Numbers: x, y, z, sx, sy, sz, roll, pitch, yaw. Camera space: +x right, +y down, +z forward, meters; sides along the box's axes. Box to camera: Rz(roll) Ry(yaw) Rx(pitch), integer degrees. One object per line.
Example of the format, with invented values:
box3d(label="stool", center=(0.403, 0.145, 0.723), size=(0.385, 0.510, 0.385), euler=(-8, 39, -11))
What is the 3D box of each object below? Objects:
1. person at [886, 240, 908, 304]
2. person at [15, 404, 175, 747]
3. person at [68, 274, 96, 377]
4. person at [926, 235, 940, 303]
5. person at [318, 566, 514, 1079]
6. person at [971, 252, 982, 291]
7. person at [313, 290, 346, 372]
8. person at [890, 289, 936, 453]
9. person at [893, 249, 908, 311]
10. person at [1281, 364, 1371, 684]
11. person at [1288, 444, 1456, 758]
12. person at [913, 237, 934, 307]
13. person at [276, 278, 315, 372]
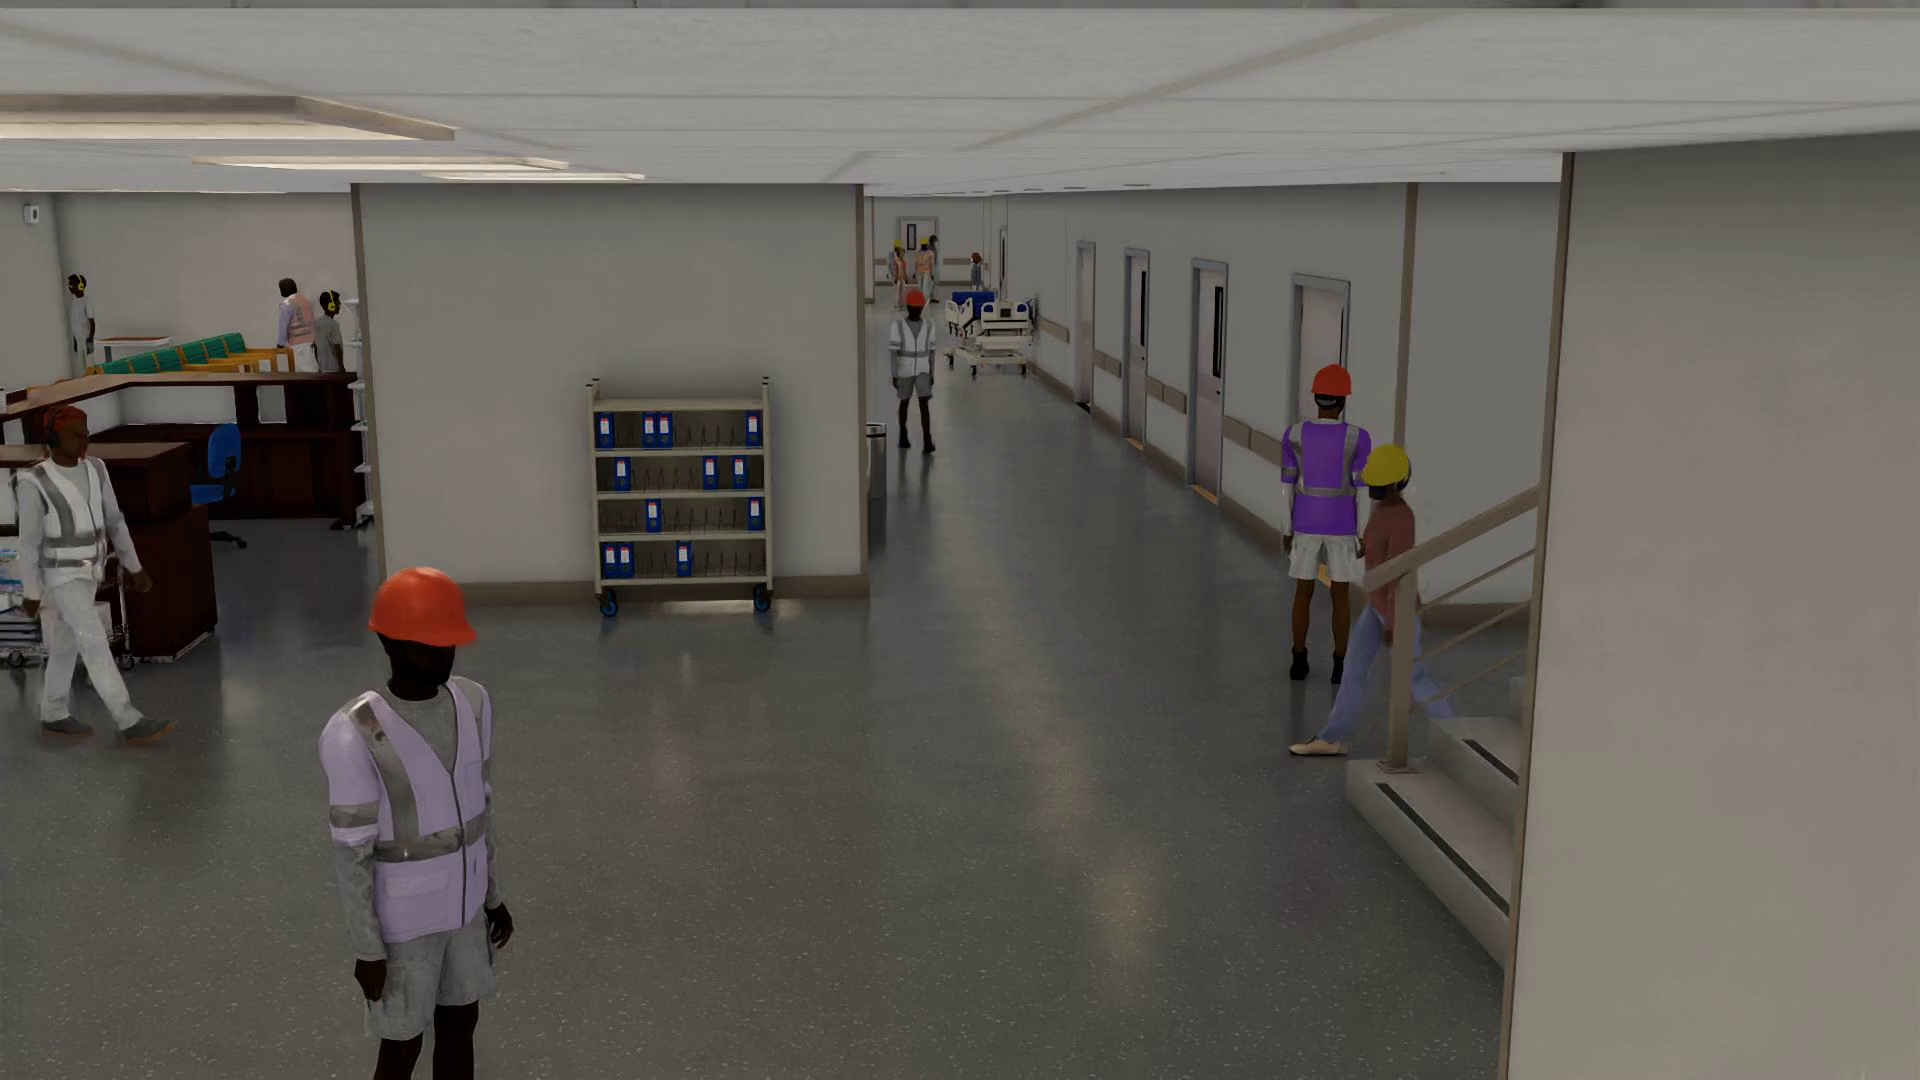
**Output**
box3d(label="person", center=(-1.780, -7.599, 47.157), size=(0.595, 1.785, 0.945), euler=(2, 12, 8))
box3d(label="person", center=(-4.622, 0.199, 8.892), size=(0.948, 1.838, 0.578), euler=(1, 12, 7))
box3d(label="person", center=(-12.427, -2.821, 23.564), size=(0.510, 1.872, 0.328), euler=(9, 14, 36))
box3d(label="person", center=(-0.792, -7.686, 47.211), size=(0.386, 1.927, 0.641), euler=(2, 12, 9))
box3d(label="person", center=(-1.468, 1.020, 4.632), size=(0.356, 1.938, 0.544), euler=(6, 13, 28))
box3d(label="person", center=(0.385, -6.246, 40.886), size=(0.285, 1.633, 0.500), euler=(-4, 12, -18))
box3d(label="person", center=(-7.311, -1.962, 19.375), size=(0.528, 1.869, 0.313), euler=(10, 15, 39))
box3d(label="person", center=(-0.540, -1.965, 19.368), size=(0.558, 1.887, 1.004), euler=(-3, 12, -12))
box3d(label="person", center=(-1.576, -6.859, 43.858), size=(0.307, 1.644, 0.511), euler=(9, 14, 36))
box3d(label="person", center=(2.209, -0.092, 10.063), size=(0.542, 1.938, 0.358), euler=(5, 13, 22))
box3d(label="person", center=(2.229, 0.338, 8.547), size=(0.904, 1.705, 0.555), euler=(0, 12, 2))
box3d(label="person", center=(-0.953, -7.369, 45.712), size=(0.602, 1.903, 0.720), euler=(5, 13, 25))
box3d(label="person", center=(-9.592, -2.854, 23.928), size=(0.808, 1.799, 0.656), euler=(1, 12, 5))
